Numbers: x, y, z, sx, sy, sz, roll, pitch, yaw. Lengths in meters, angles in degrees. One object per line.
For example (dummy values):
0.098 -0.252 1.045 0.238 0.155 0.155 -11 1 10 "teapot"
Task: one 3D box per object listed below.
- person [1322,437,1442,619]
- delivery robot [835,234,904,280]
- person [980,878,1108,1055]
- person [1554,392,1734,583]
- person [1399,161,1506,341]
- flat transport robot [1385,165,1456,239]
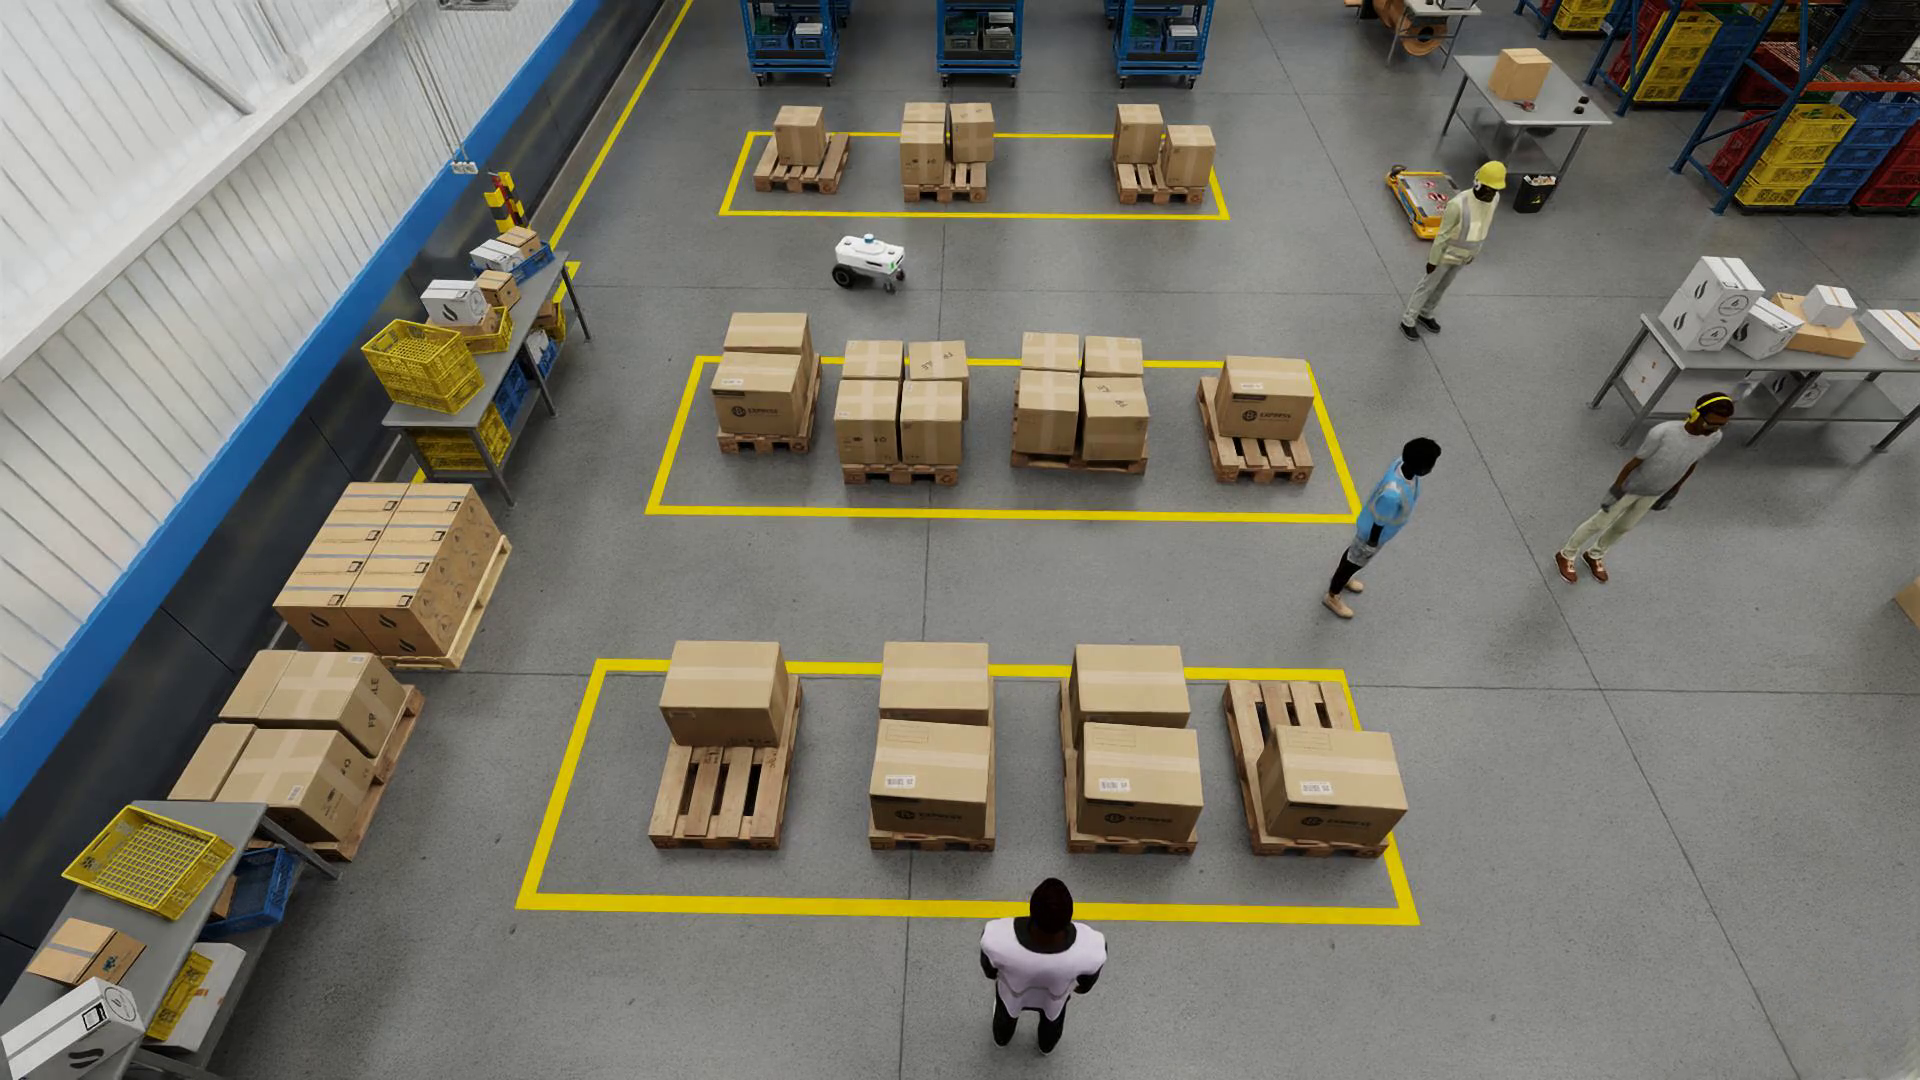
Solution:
3.048 -0.104 6.665 0.318 1.698 0.539 26 54 21 "person"
-0.971 -3.077 9.932 0.707 0.478 0.477 16 51 13 "delivery robot"
0.383 2.184 4.553 0.586 1.911 0.392 2 49 2 "person"
5.053 -0.359 6.788 0.503 1.860 0.328 3 49 2 "person"
4.813 -2.800 8.913 0.592 1.833 0.404 -20 52 -17 "person"
5.692 -4.094 11.059 0.652 0.197 1.431 1 49 1 "flat transport robot"
